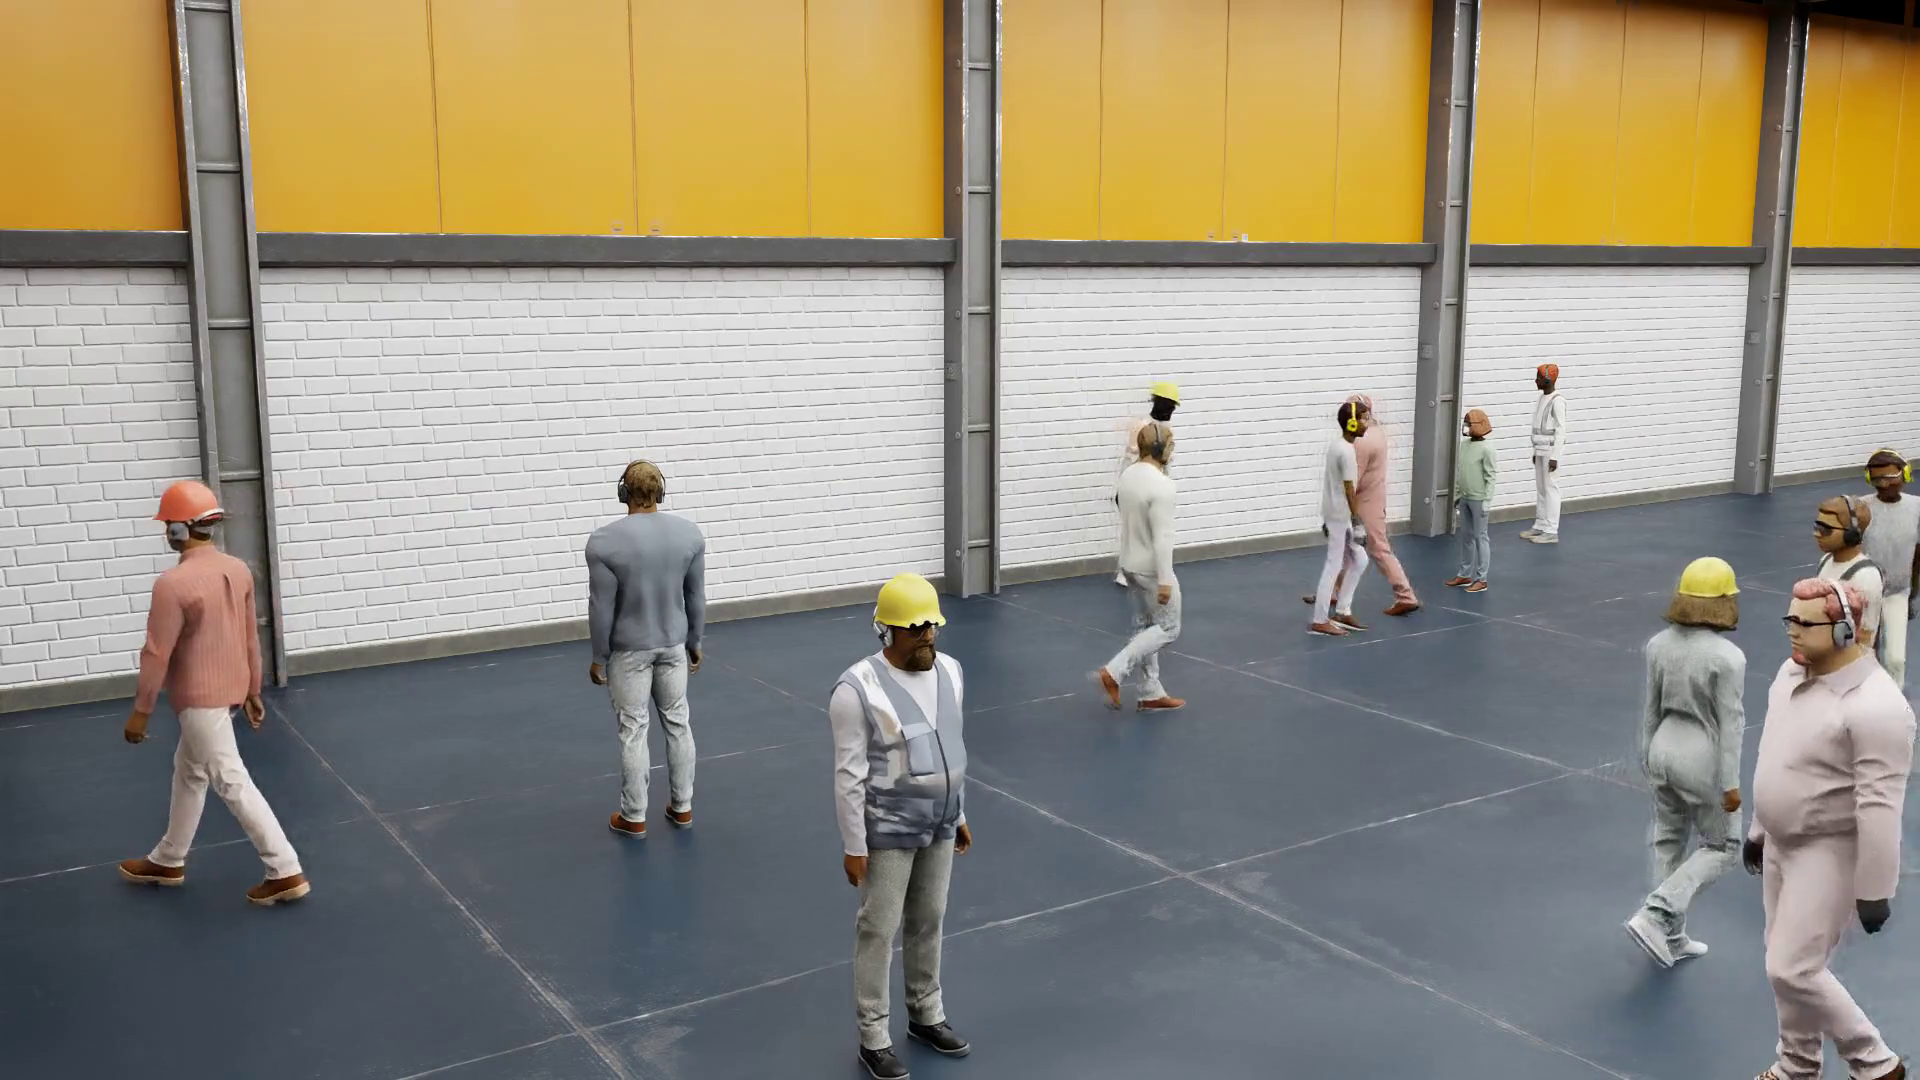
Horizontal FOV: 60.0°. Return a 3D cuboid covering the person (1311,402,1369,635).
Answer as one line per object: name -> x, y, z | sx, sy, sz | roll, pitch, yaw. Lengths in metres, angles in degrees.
person -> 3.040, -0.152, 12.993 | 0.598, 1.849, 0.525 | 2, 10, 11

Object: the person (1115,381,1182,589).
person -> 1.676, -0.479, 14.871 | 0.568, 1.876, 0.624 | 6, 11, 31

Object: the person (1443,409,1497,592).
person -> 4.585, -0.355, 14.867 | 0.281, 1.634, 0.498 | -3, 10, -16

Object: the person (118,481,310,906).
person -> -3.434, 0.700, 7.593 | 1.026, 1.951, 0.606 | 1, 9, 6

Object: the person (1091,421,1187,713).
person -> 1.167, 0.198, 10.666 | 0.614, 1.925, 0.645 | -3, 10, -19

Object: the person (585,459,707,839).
person -> -1.594, 0.553, 8.484 | 0.635, 1.939, 0.366 | -6, 11, -32

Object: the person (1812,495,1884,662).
person -> 4.228, 0.687, 7.989 | 0.464, 1.831, 0.547 | 1, 9, 7

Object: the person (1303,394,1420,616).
person -> 3.411, -0.297, 13.907 | 0.980, 1.848, 0.640 | 3, 10, 20

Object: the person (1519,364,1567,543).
person -> 6.156, -0.909, 17.459 | 0.362, 1.883, 0.576 | 0, 9, 1

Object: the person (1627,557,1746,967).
person -> 2.973, 0.927, 6.826 | 0.438, 1.729, 0.502 | -4, 10, -21

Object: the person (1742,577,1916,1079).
person -> 2.891, 1.054, 5.627 | 0.437, 1.890, 0.652 | 0, 9, 2

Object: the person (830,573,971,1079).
person -> -0.184, 1.018, 5.995 | 0.600, 1.831, 0.404 | -9, 13, -44

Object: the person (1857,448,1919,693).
person -> 5.556, 0.349, 10.061 | 0.533, 1.818, 0.703 | 3, 10, 15
